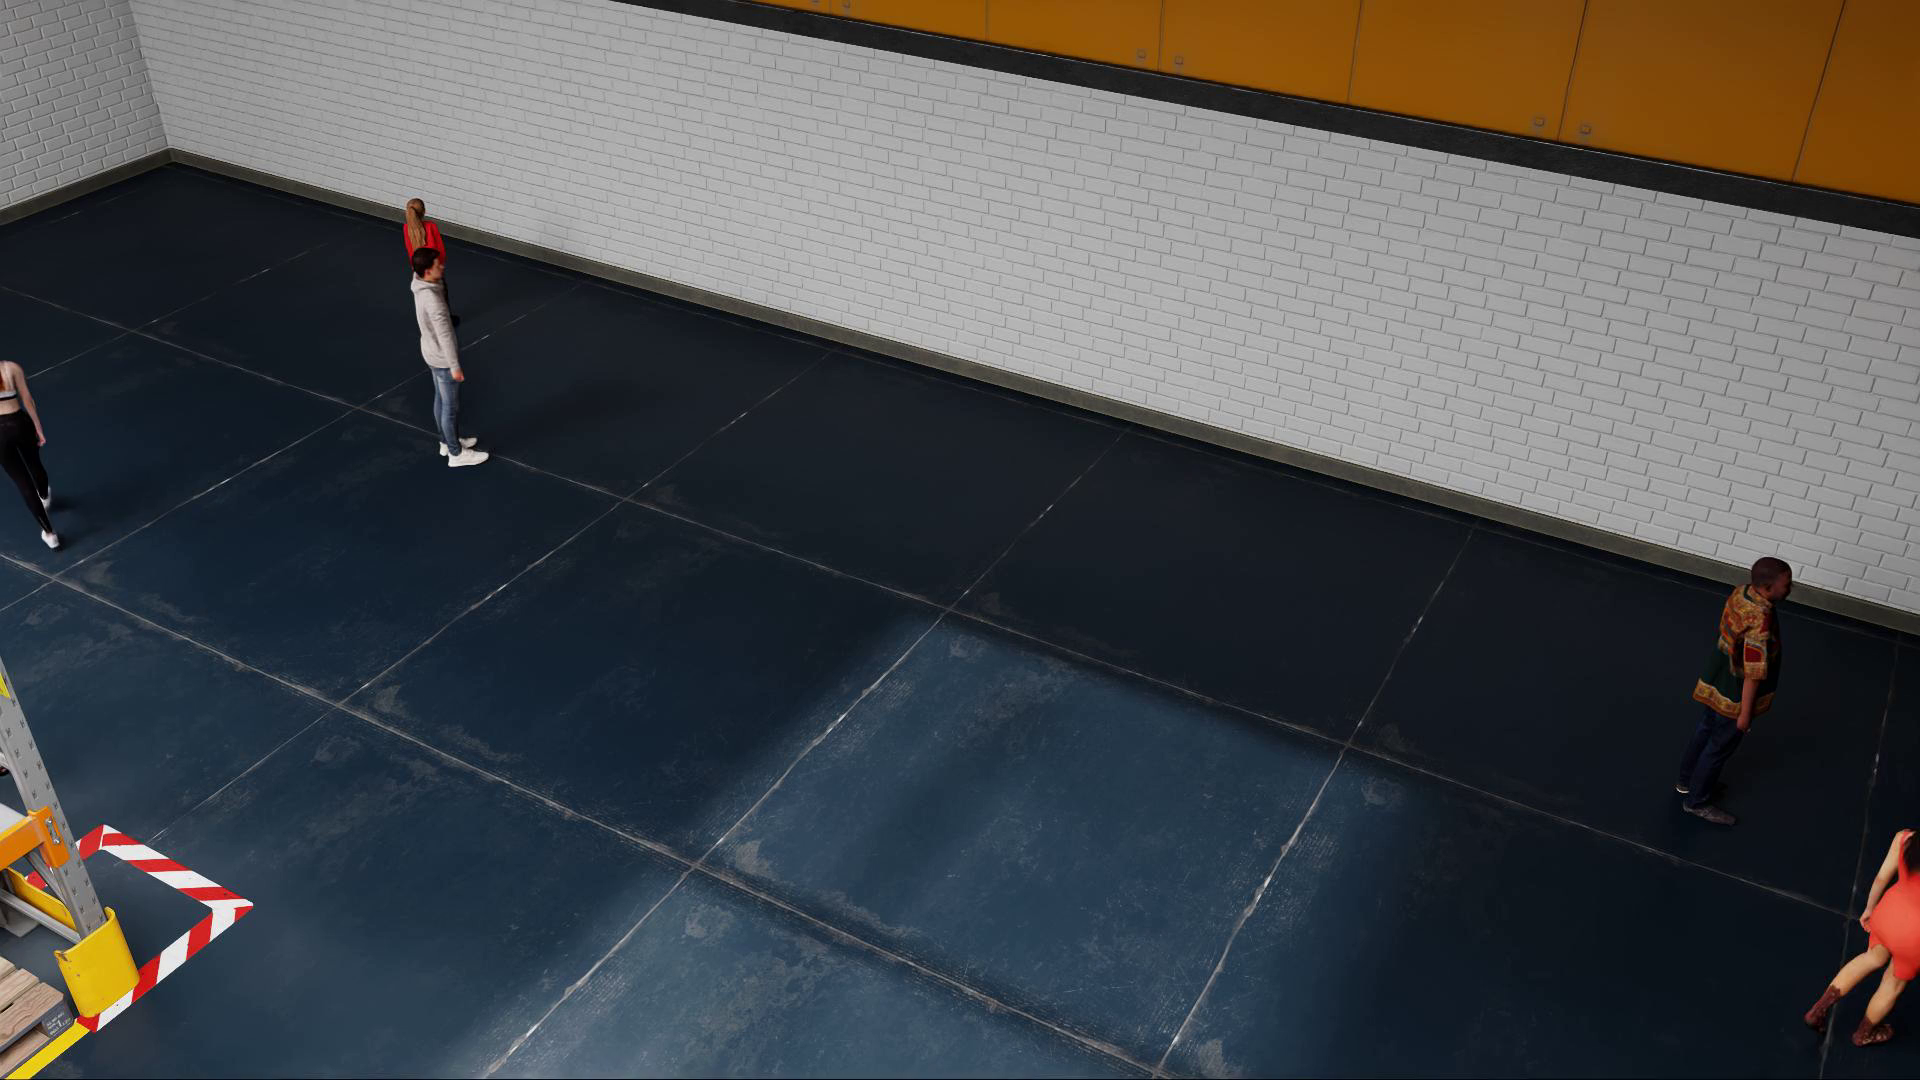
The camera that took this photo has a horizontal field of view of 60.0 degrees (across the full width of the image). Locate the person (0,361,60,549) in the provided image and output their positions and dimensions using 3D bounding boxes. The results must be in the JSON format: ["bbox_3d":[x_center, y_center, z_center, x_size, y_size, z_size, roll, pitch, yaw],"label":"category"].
[{"bbox_3d":[-7.023,-0.713,12.342,1.106,1.708,0.982,-21,39,-28],"label":"person"}]

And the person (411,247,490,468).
[{"bbox_3d":[-4.181,-1.482,13.368,0.776,1.853,0.762,-16,37,-22],"label":"person"}]

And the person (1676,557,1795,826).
[{"bbox_3d":[4.596,0.867,9.875,0.840,1.807,0.706,7,34,11],"label":"person"}]

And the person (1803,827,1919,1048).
[{"bbox_3d":[4.647,1.977,8.297,0.938,1.705,0.858,-11,35,-17],"label":"person"}]

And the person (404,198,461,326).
[{"bbox_3d":[-4.973,-2.587,15.547,0.584,1.281,0.629,-1,34,-2],"label":"person"}]
